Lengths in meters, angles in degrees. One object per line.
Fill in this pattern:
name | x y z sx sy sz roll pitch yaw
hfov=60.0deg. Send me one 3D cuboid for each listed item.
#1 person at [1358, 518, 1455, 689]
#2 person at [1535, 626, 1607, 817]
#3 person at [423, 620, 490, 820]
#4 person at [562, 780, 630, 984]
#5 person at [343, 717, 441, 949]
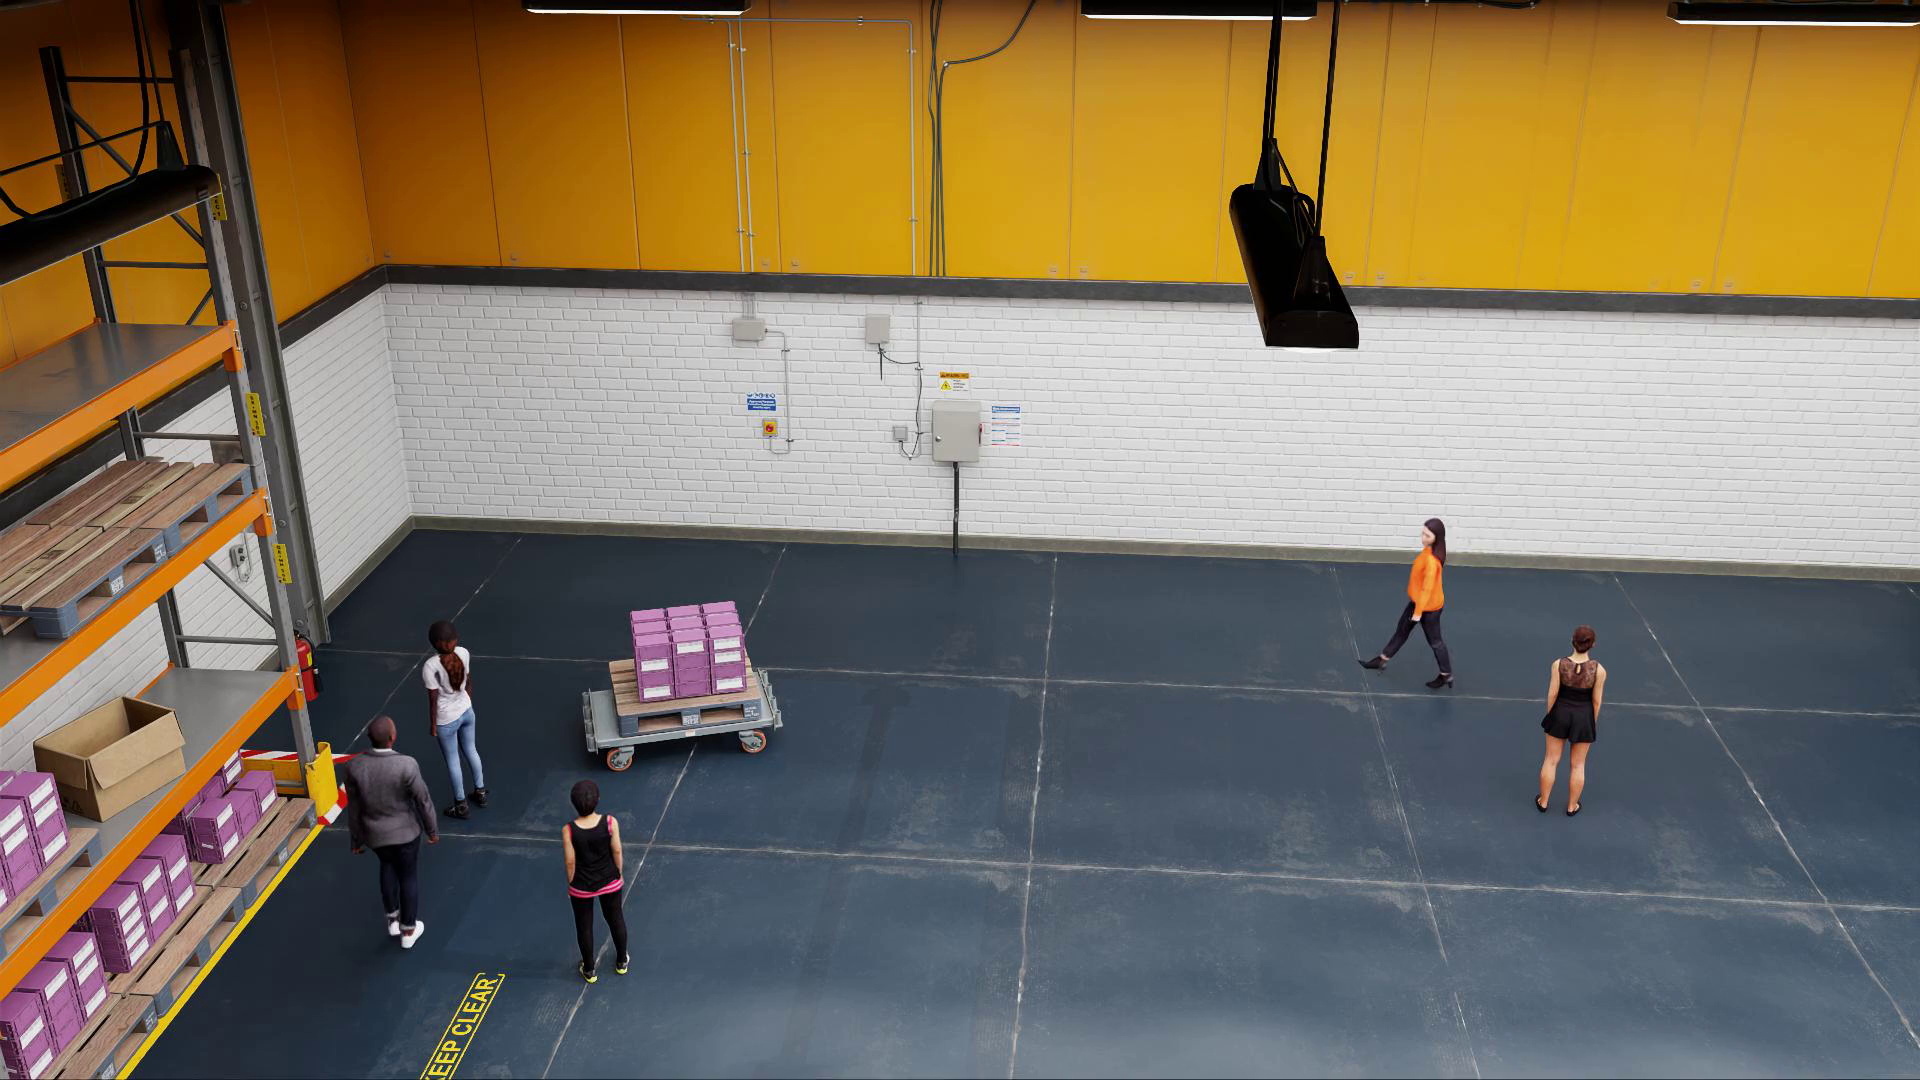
person | 4.325 0.615 15.072 0.804 1.701 1.066 6 24 14
person | 4.864 1.429 13.242 0.635 1.674 0.639 8 25 19
person | -4.024 1.411 13.228 0.726 1.719 0.612 14 27 29
person | -2.497 2.314 11.370 0.614 1.553 0.631 -9 25 -20
person | -3.976 2.093 11.568 0.766 1.799 0.671 0 24 -1
